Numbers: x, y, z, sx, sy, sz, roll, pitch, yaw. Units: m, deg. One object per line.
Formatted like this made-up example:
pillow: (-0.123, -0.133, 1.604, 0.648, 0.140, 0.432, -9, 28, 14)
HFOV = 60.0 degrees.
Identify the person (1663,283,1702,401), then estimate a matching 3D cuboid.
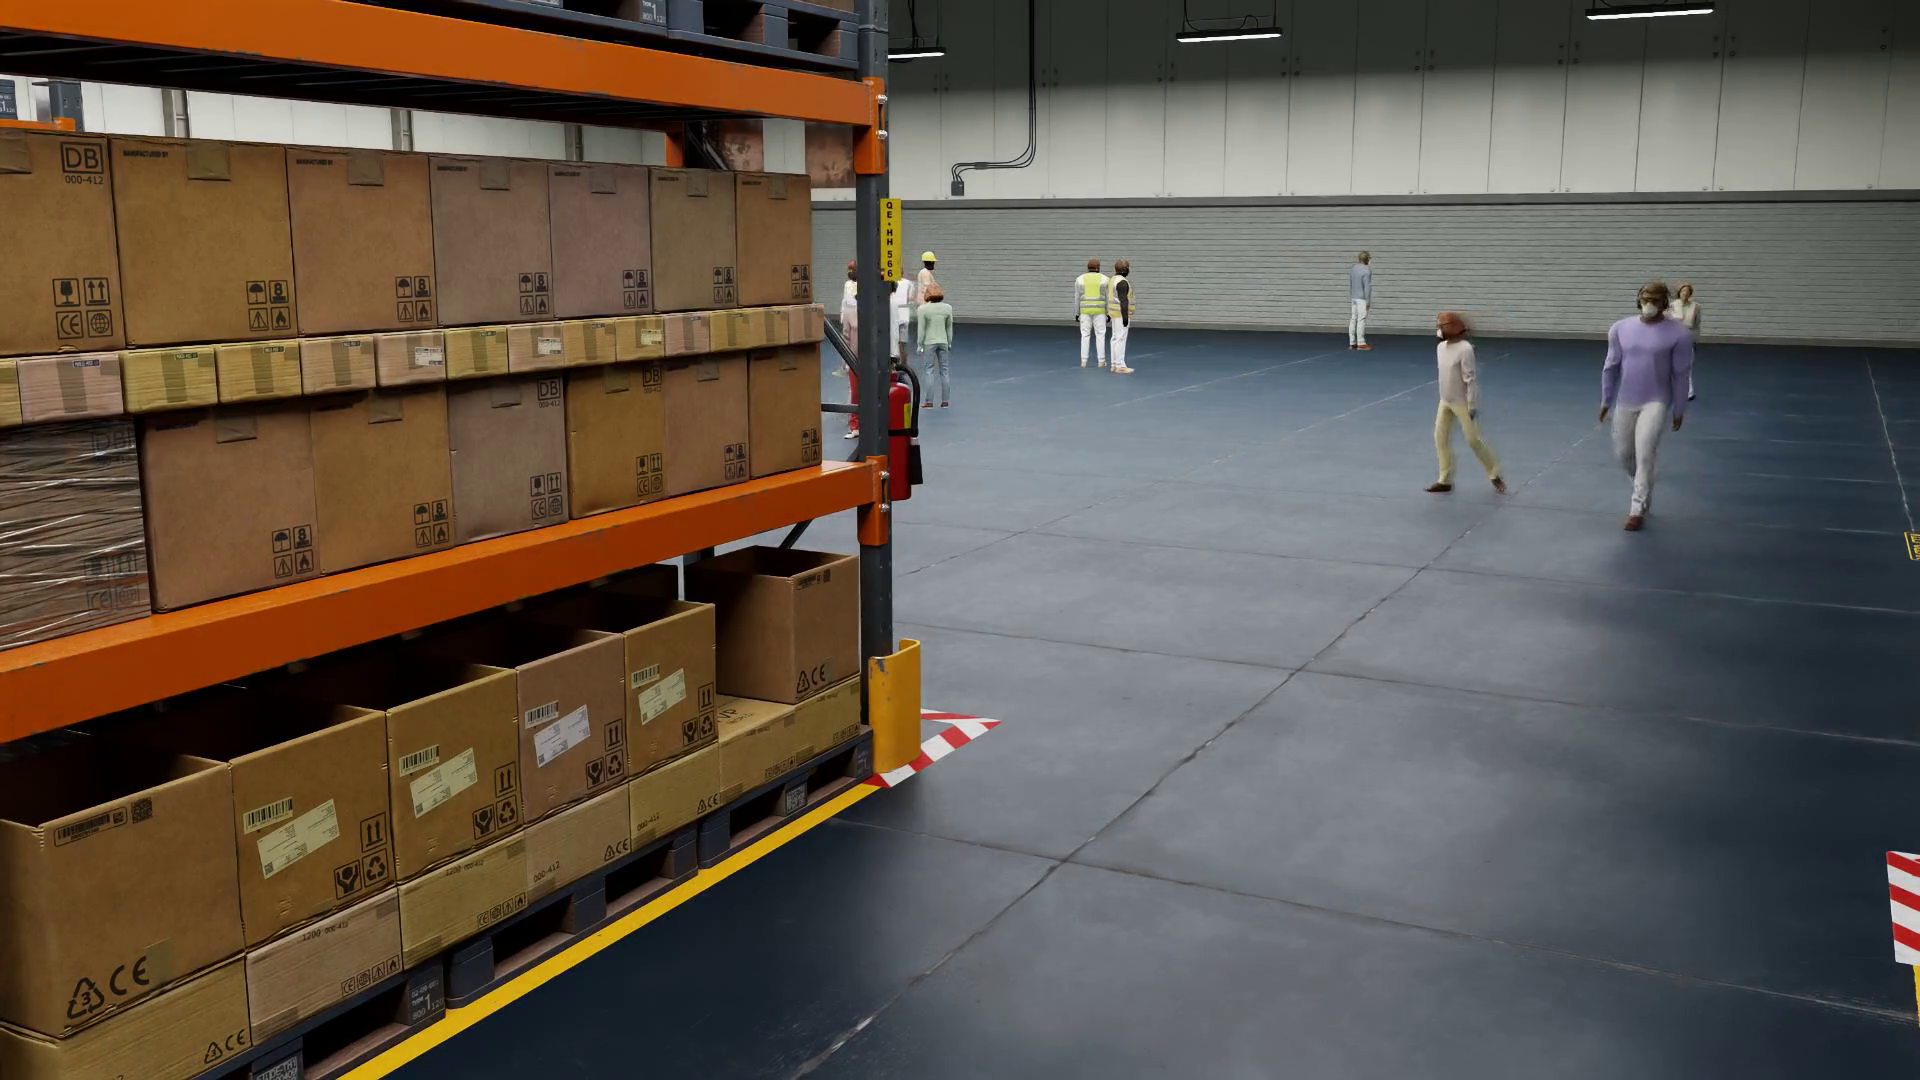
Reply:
person: (9.810, -2.696, 22.673, 0.535, 1.587, 0.875, 2, 11, 9)

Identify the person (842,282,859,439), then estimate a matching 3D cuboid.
person: (-1.049, -1.982, 18.303, 0.533, 1.767, 0.325, 2, 11, 12)

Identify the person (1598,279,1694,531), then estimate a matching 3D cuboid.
person: (5.319, -1.058, 12.867, 0.630, 1.913, 0.812, 9, 14, 41)

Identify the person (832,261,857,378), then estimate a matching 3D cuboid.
person: (-1.612, -3.504, 26.441, 1.025, 1.830, 0.566, -8, 13, -36)

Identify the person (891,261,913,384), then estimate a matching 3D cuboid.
person: (-1.010, -3.346, 25.353, 0.558, 1.897, 0.843, -5, 12, -27)

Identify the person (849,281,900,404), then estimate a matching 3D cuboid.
person: (-0.939, -2.222, 19.347, 0.609, 1.867, 0.610, -6, 12, -30)

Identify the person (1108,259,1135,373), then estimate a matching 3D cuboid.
person: (2.655, -3.663, 27.257, 0.429, 1.845, 0.633, -2, 11, -9)

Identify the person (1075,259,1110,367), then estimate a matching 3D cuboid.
person: (2.276, -3.876, 28.428, 0.633, 1.839, 0.429, 2, 11, 9)

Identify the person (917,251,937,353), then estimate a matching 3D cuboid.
person: (-0.628, -4.552, 31.873, 0.374, 1.928, 0.584, -2, 10, -8)

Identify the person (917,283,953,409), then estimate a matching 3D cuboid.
person: (-0.326, -2.516, 21.577, 0.499, 1.633, 0.289, -5, 11, -25)

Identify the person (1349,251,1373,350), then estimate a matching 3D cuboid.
person: (7.882, -4.710, 32.708, 0.378, 1.940, 0.629, -3, 11, -18)

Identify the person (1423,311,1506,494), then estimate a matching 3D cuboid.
person: (4.415, -1.195, 14.482, 0.619, 1.602, 0.533, -4, 11, -18)
